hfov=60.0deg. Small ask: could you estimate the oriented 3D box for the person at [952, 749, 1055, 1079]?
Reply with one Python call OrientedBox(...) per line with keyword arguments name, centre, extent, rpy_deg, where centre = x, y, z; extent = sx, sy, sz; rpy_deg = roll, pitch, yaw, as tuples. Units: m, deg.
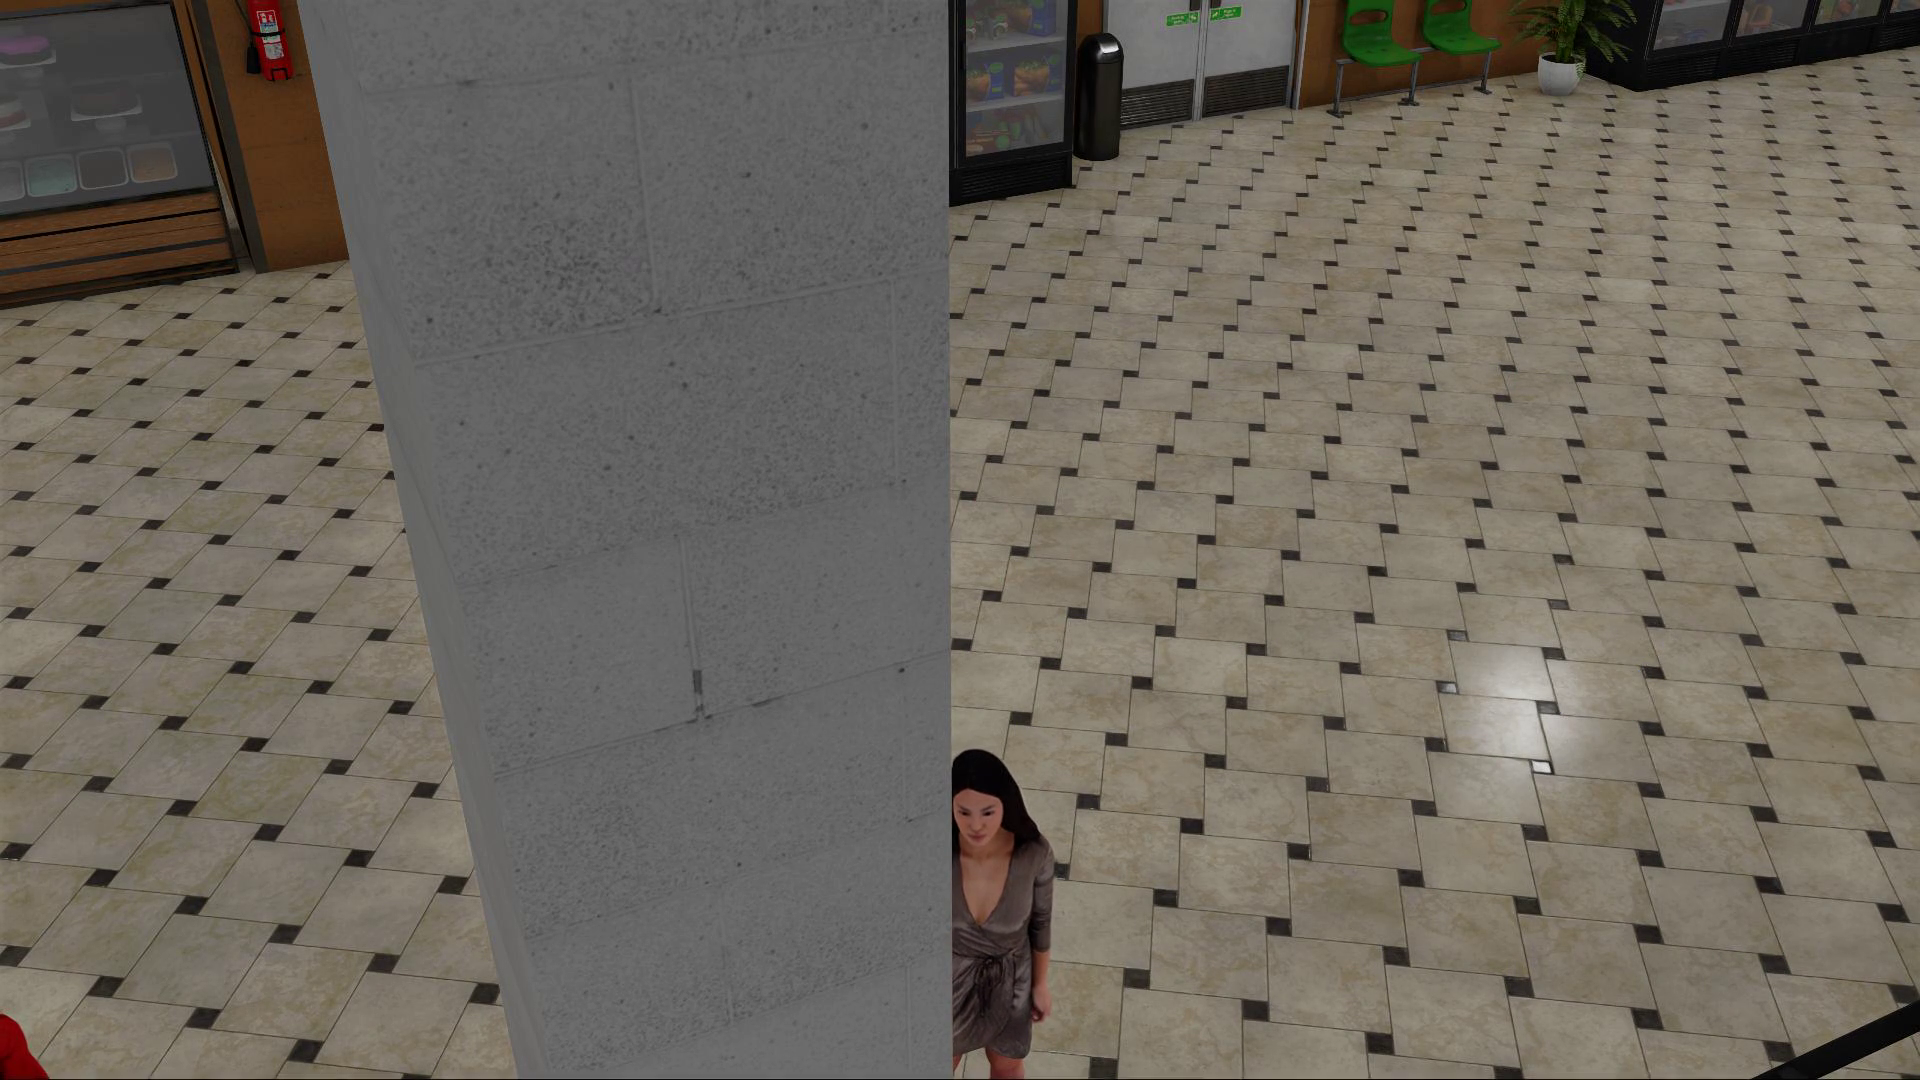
OrientedBox(name="person", centre=(0.048, 1.318, 4.943), extent=(0.665, 1.746, 0.648), rpy_deg=(0, 32, -1))
